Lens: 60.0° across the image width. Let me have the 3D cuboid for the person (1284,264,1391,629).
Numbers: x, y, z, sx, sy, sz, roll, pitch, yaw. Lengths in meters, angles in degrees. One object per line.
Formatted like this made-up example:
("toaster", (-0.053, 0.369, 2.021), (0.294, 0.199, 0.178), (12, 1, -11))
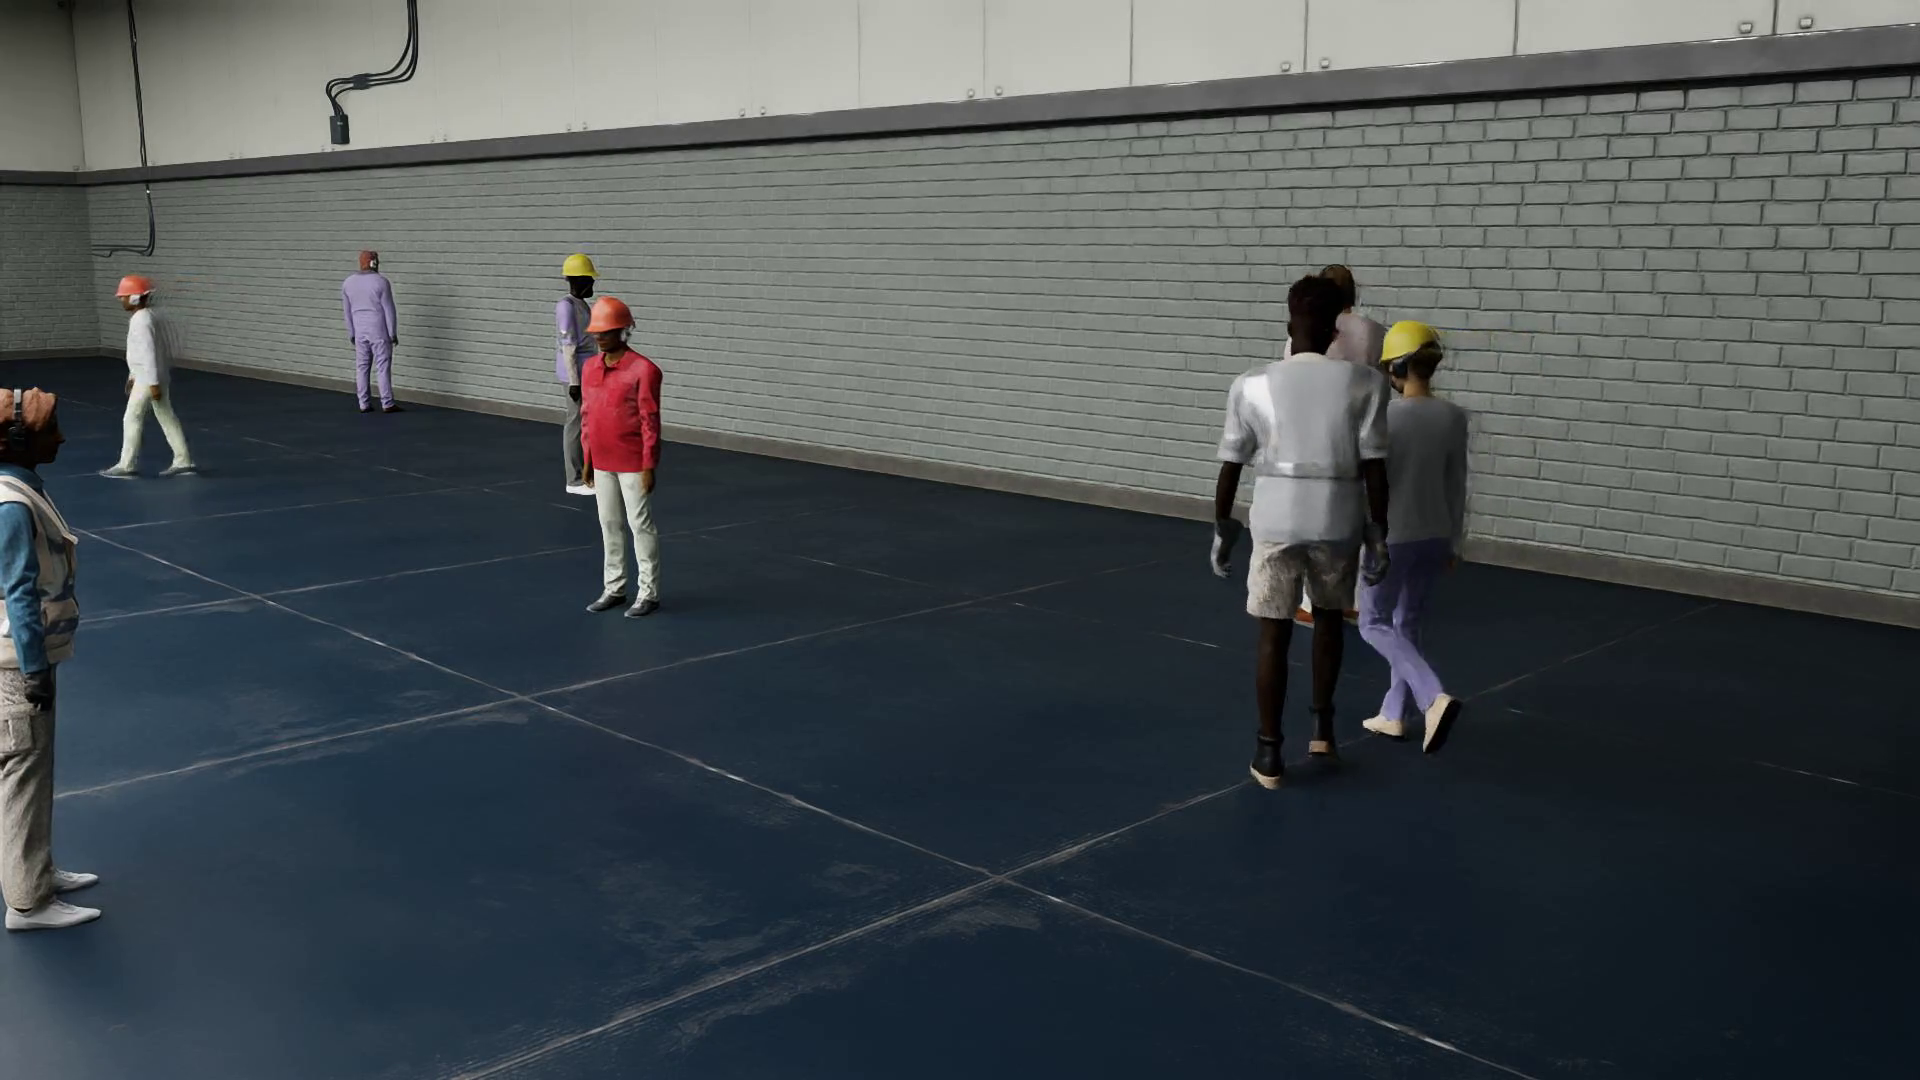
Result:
("person", (1.976, -0.481, 8.790), (0.630, 1.931, 0.372), (-3, 11, -16))

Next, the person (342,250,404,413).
("person", (-6.870, -2.432, 19.494), (0.639, 1.902, 0.406), (2, 11, 13))

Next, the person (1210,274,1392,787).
("person", (1.305, -0.038, 6.369), (0.660, 1.928, 0.559), (2, 11, 9))

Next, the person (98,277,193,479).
("person", (-7.049, -1.382, 14.255), (0.802, 1.721, 0.579), (-3, 11, -16))

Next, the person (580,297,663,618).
("person", (-1.873, -0.448, 9.095), (0.568, 1.744, 0.351), (7, 12, 33))

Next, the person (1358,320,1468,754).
("person", (1.828, 0.006, 6.633), (0.547, 1.741, 0.626), (-5, 12, -25))

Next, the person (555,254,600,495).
("person", (-3.054, -1.330, 13.405), (0.367, 1.927, 0.584), (0, 10, -1))

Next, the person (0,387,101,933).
("person", (-2.812, 0.356, 5.031), (0.318, 1.631, 0.513), (-5, 12, -27))
